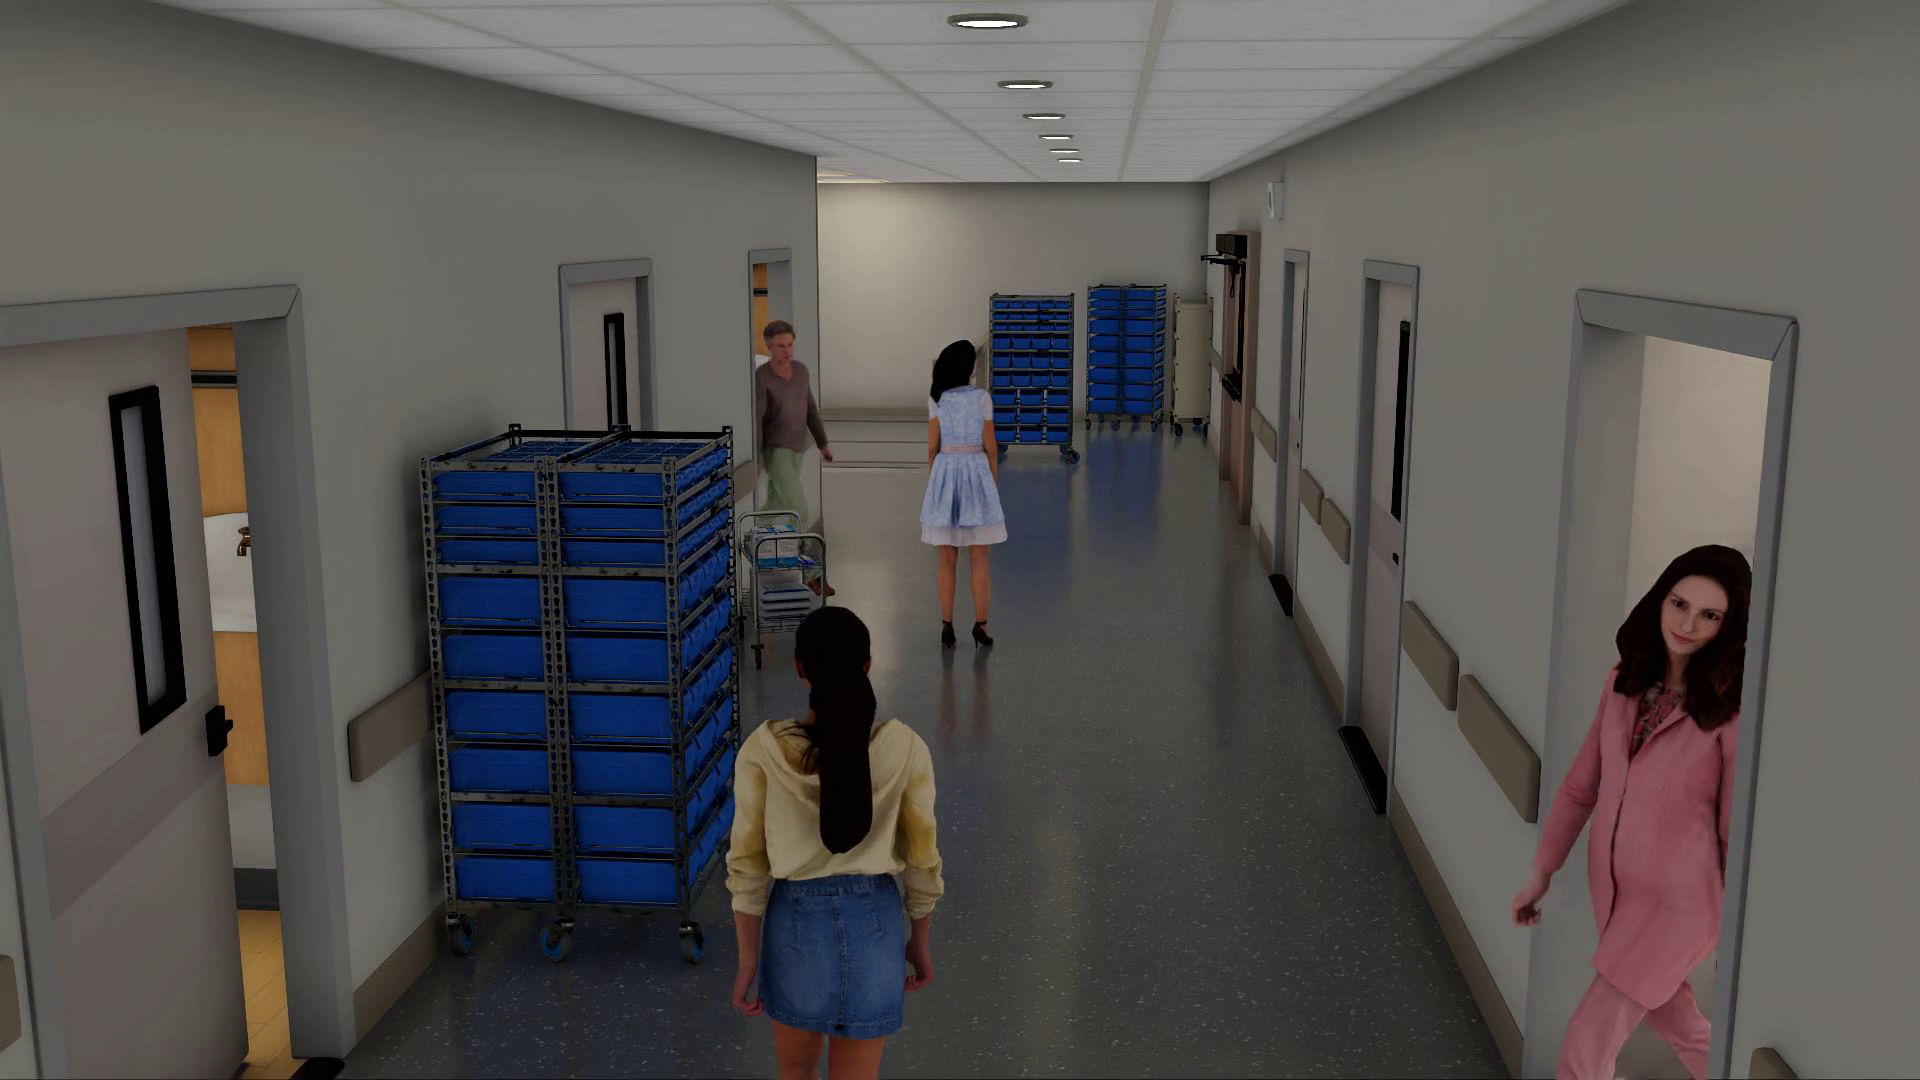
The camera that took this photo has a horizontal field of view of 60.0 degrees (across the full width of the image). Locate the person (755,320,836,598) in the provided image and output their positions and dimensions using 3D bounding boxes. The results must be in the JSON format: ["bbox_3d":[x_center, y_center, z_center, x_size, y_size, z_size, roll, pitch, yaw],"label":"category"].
[{"bbox_3d":[-1.264,-0.545,11.209,1.225,1.828,1.318,6,12,28],"label":"person"}]

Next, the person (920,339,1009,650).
[{"bbox_3d":[0.014,-0.266,9.766,0.739,1.818,0.760,3,11,14],"label":"person"}]

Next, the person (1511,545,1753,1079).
[{"bbox_3d":[1.717,0.884,3.918,0.960,1.738,1.164,-3,11,-15],"label":"person"}]

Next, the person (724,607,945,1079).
[{"bbox_3d":[-0.285,0.969,3.778,0.702,1.624,0.652,-1,11,-6],"label":"person"}]
